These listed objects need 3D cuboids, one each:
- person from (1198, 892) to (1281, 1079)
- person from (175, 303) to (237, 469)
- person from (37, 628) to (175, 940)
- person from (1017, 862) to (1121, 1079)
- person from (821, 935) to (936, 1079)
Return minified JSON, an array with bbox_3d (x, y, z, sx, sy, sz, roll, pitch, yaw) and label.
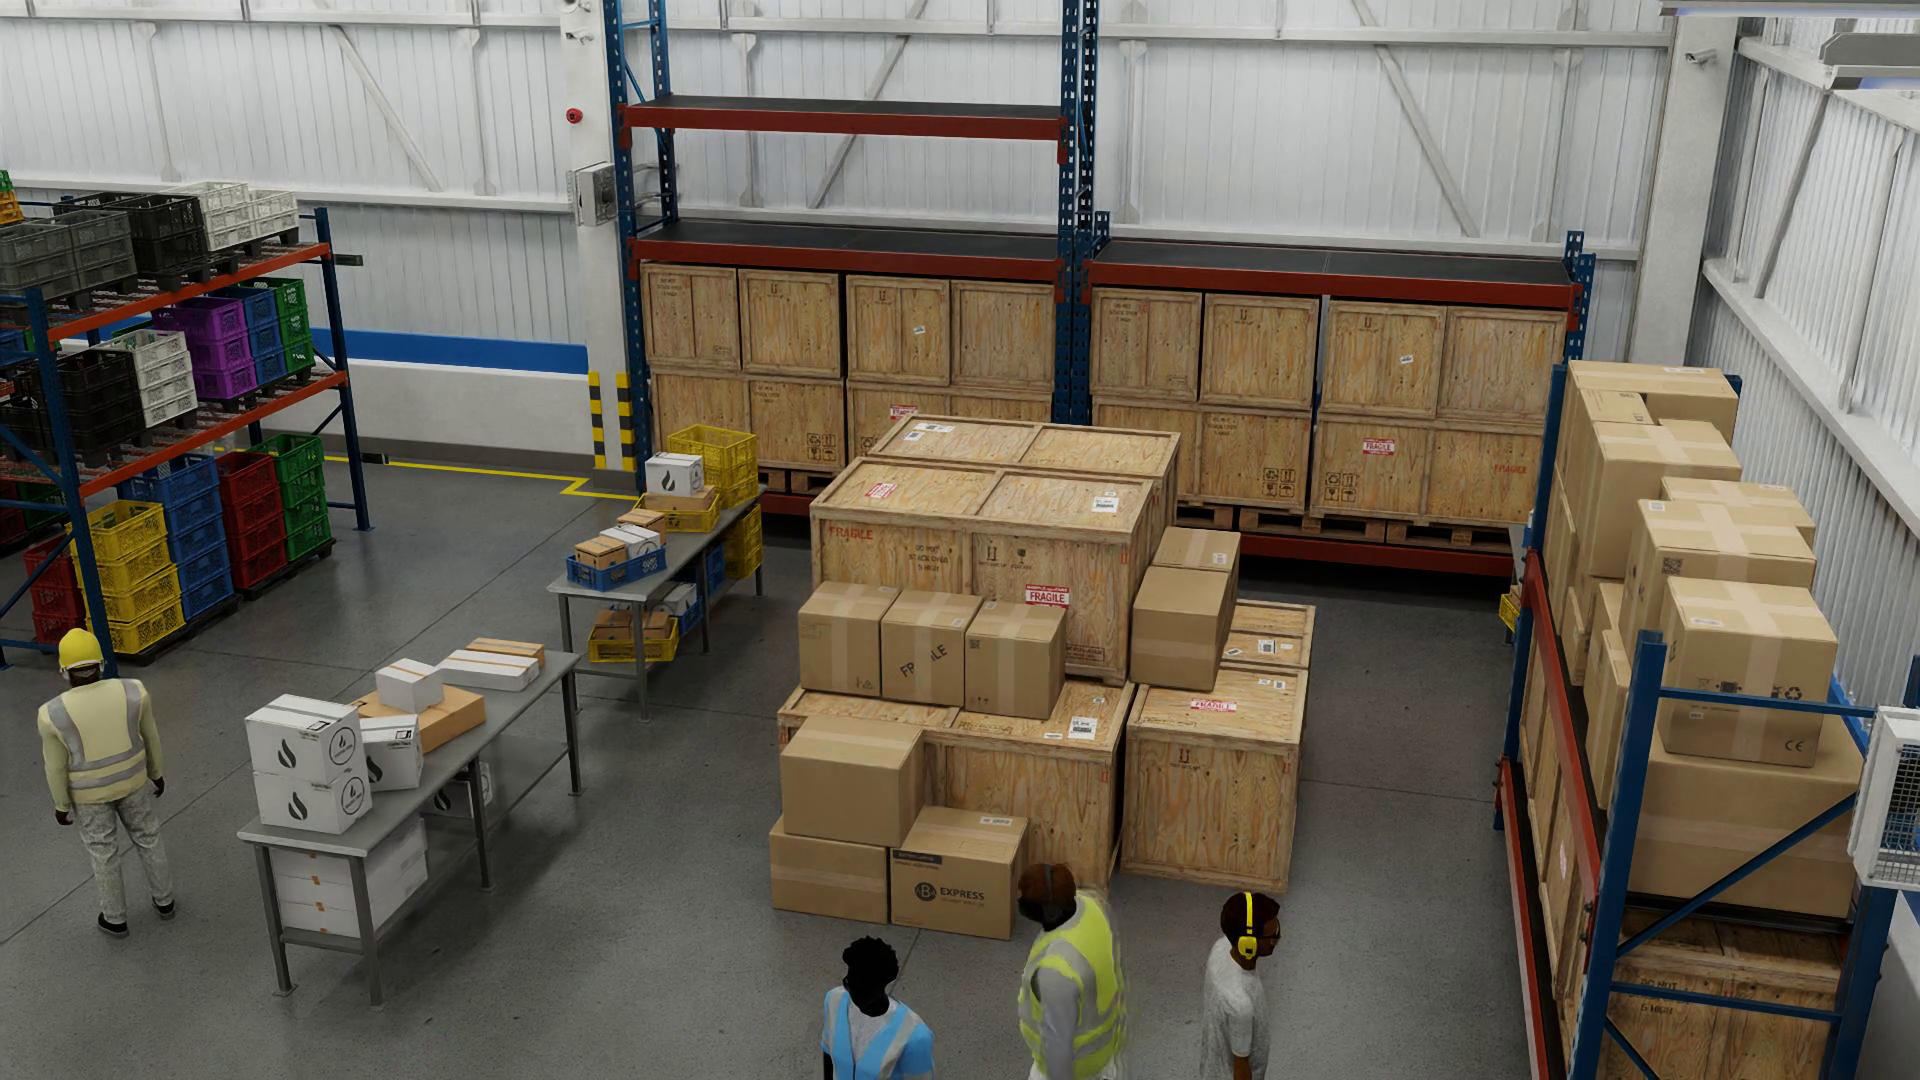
[{"bbox_3d":[1.149,2.265,6.858,0.328,1.872,0.513,-1,21,-3],"label":"person"},{"bbox_3d":[-7.682,-1.593,16.857,0.354,1.937,0.635,13,25,31],"label":"person"},{"bbox_3d":[-4.768,1.352,9.298,0.600,1.830,0.403,-19,28,-41],"label":"person"},{"bbox_3d":[0.479,2.185,7.183,0.661,1.807,0.644,8,22,20],"label":"person"},{"bbox_3d":[-0.353,2.367,6.831,0.541,1.696,0.316,12,24,29],"label":"person"}]
